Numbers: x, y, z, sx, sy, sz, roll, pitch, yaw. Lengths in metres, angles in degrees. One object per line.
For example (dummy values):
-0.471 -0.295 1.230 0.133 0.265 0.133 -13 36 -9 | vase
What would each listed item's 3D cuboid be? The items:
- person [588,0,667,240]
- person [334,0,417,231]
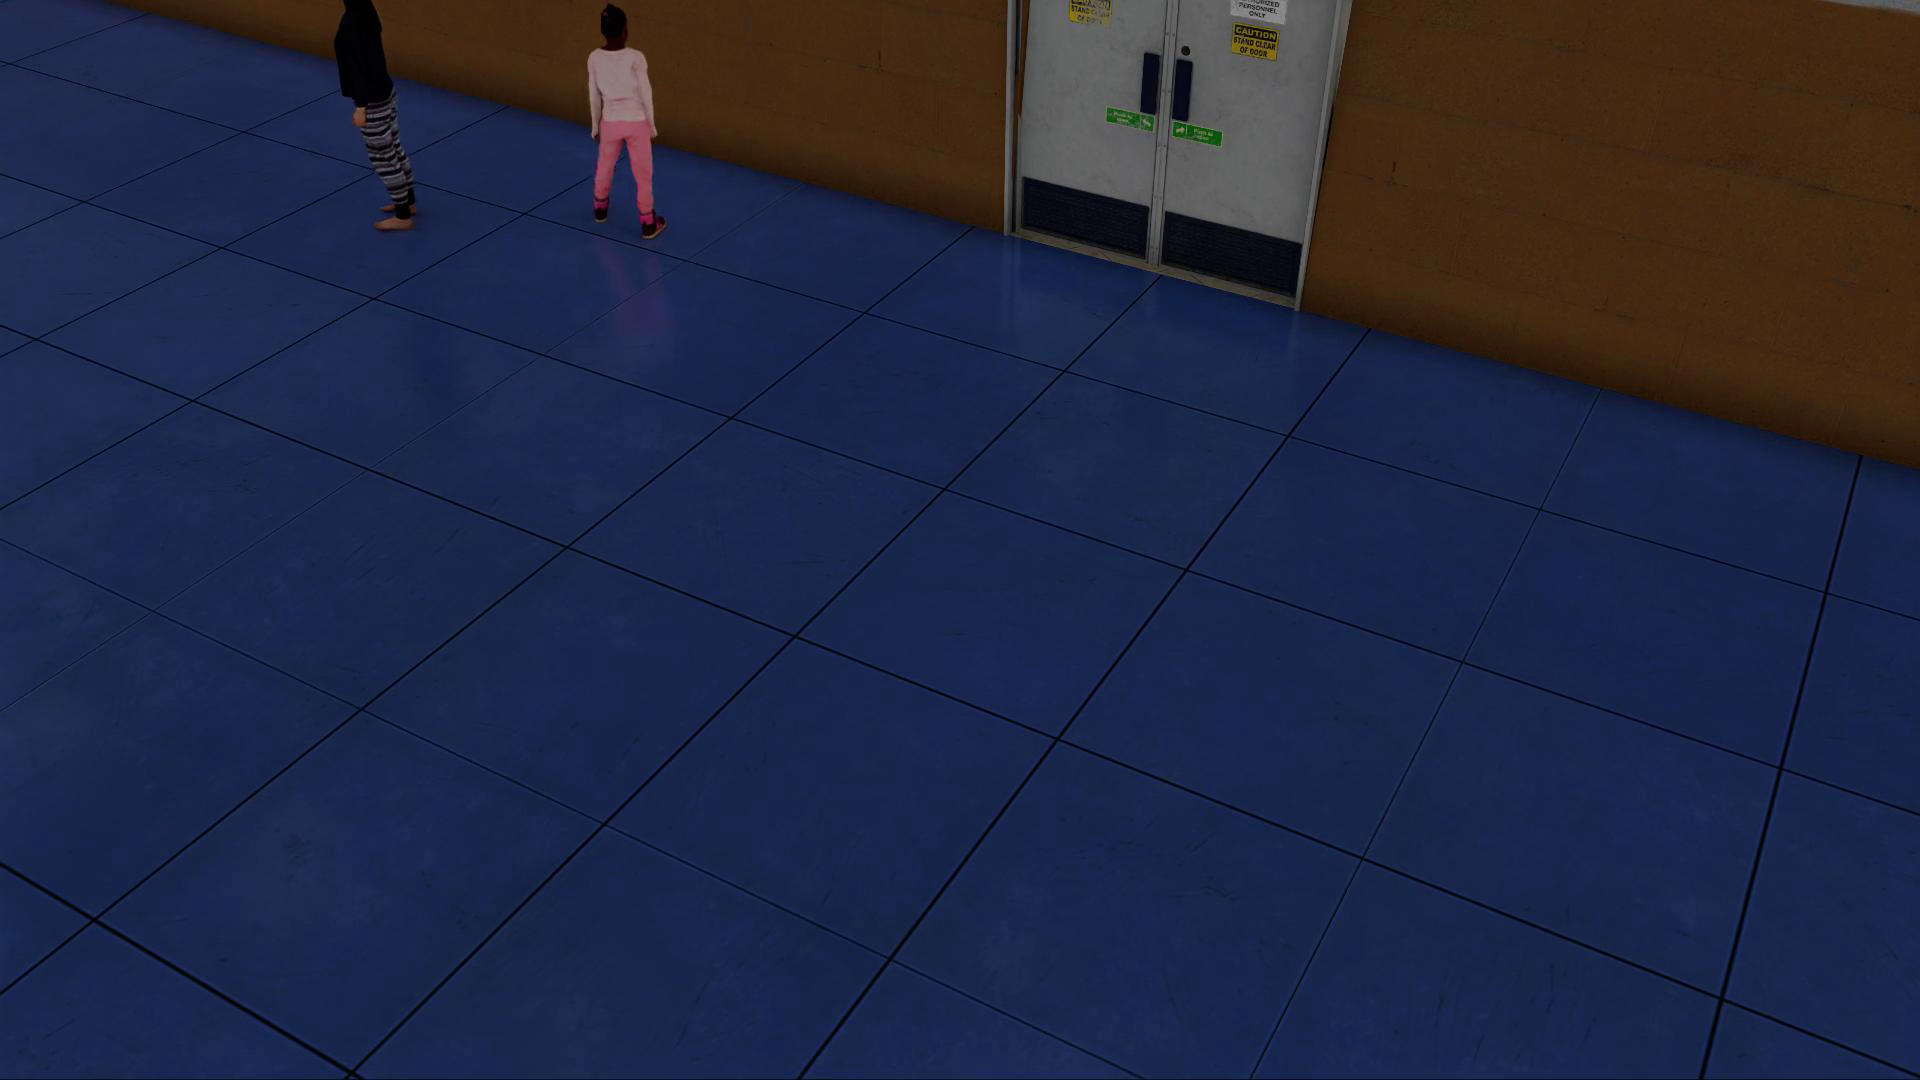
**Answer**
-2.110 -2.610 10.371 0.757 1.438 0.733 7 37 9 | person
-3.656 -2.782 10.354 0.743 1.735 0.633 -1 37 -1 | person
